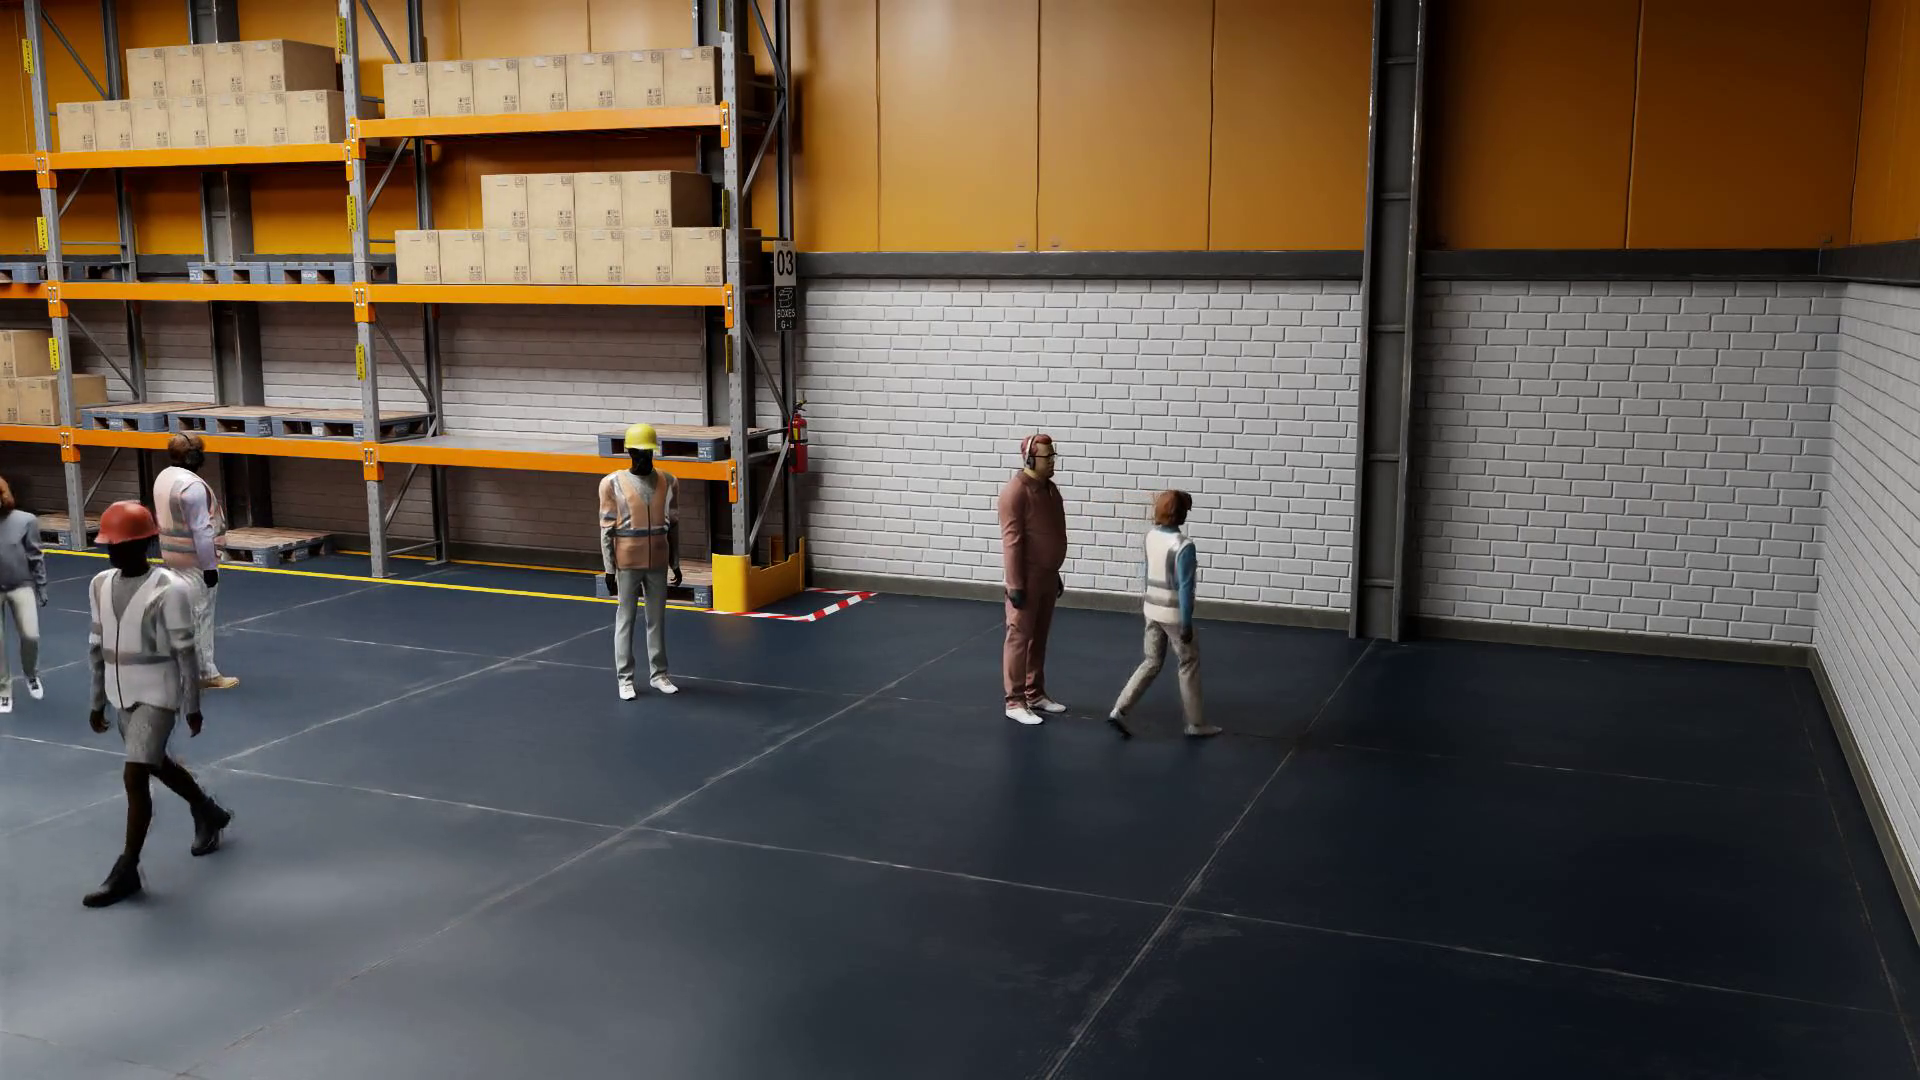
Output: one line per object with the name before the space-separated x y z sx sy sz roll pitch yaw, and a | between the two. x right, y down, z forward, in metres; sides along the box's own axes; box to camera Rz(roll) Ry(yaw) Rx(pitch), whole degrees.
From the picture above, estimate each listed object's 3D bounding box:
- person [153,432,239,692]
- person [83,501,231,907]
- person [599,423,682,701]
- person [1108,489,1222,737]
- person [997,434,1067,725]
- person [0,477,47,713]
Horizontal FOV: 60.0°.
person | -5.436 0.153 11.819 0.633 1.841 0.429 9 13 42
person | -3.958 0.730 8.140 0.551 1.902 0.971 3 10 19
person | -2.214 0.142 11.615 0.587 1.930 0.359 -6 11 -33
person | 1.309 0.478 10.542 0.666 1.623 0.529 -5 11 -28
person | 0.510 0.249 11.037 0.404 1.911 0.636 6 11 30
person | -6.442 0.365 11.205 0.516 1.624 0.342 -5 11 -29
